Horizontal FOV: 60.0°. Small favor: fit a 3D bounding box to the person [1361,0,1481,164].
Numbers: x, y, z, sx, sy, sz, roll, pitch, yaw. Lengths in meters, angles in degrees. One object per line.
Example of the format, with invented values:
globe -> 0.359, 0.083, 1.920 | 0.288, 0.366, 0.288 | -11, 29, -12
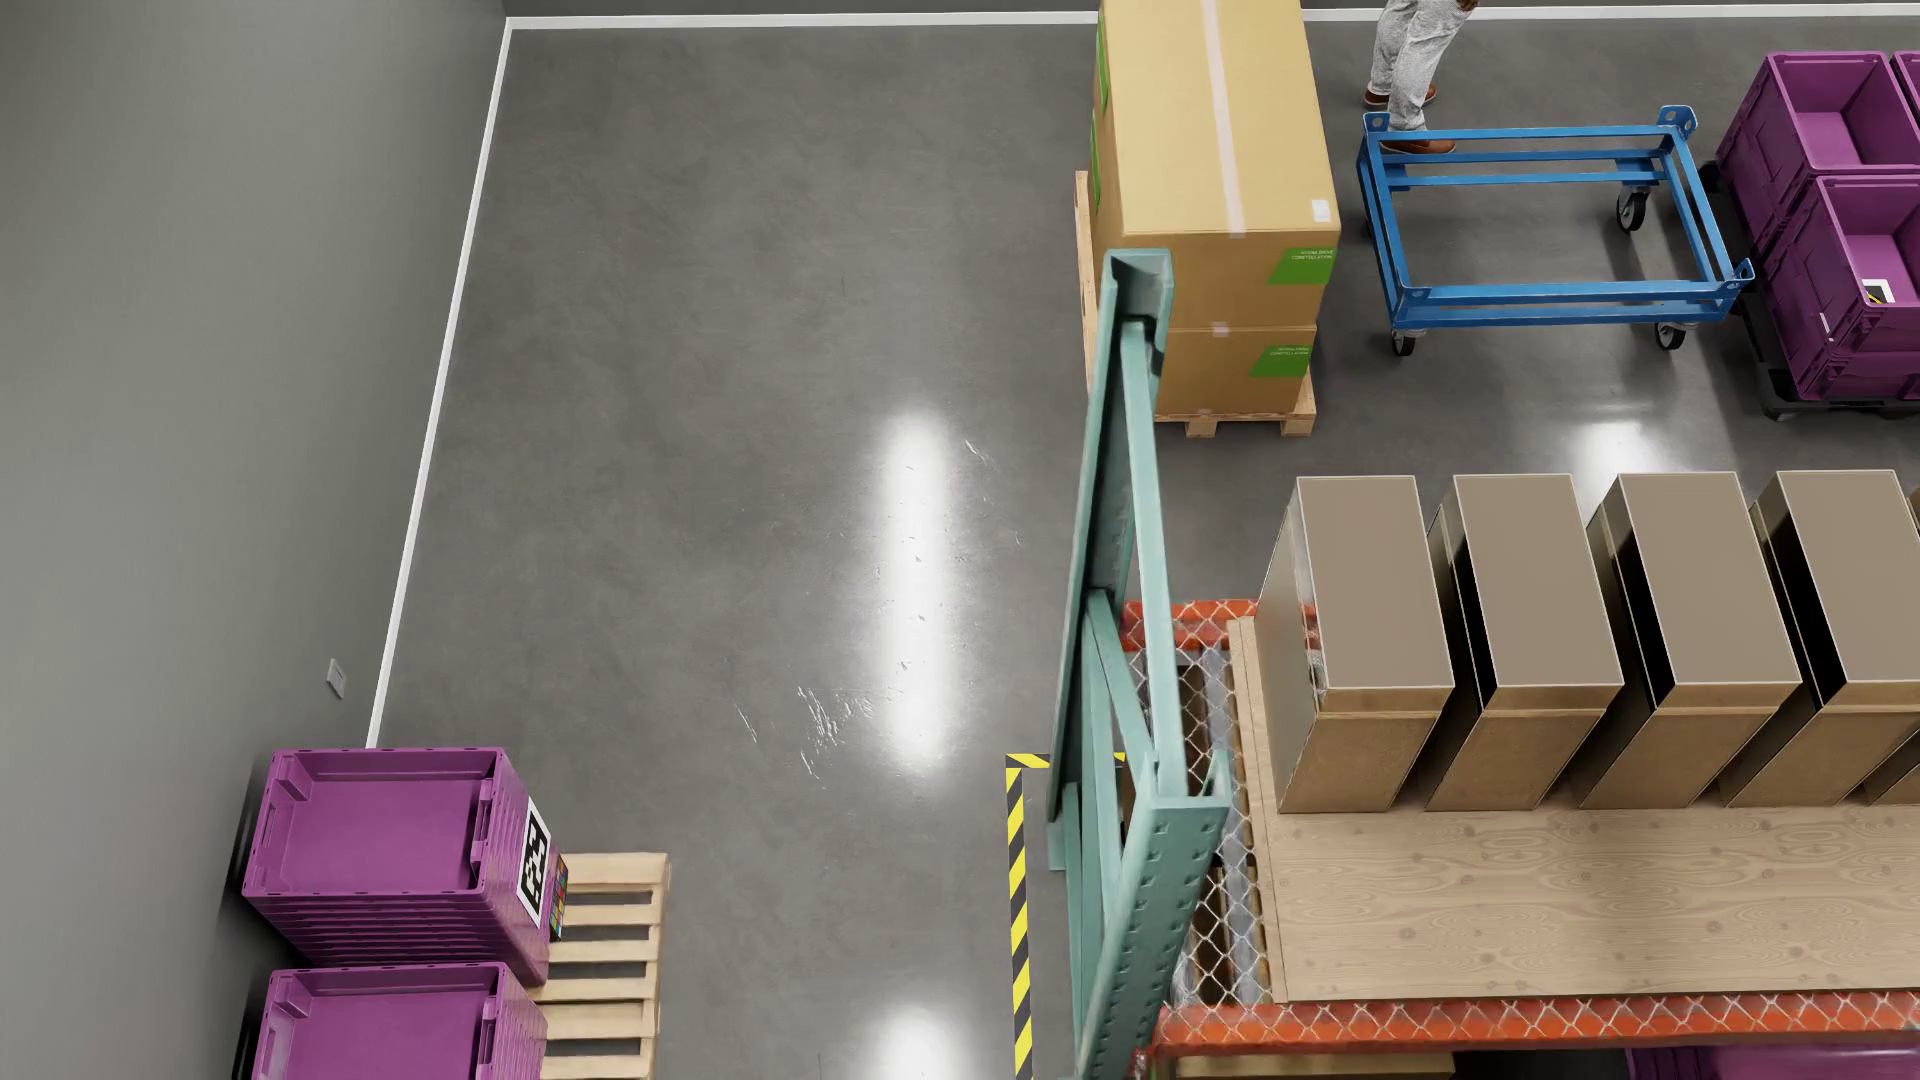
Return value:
person -> 1.820, -2.236, 6.074 | 0.372, 1.940, 0.629 | -3, 58, -2
